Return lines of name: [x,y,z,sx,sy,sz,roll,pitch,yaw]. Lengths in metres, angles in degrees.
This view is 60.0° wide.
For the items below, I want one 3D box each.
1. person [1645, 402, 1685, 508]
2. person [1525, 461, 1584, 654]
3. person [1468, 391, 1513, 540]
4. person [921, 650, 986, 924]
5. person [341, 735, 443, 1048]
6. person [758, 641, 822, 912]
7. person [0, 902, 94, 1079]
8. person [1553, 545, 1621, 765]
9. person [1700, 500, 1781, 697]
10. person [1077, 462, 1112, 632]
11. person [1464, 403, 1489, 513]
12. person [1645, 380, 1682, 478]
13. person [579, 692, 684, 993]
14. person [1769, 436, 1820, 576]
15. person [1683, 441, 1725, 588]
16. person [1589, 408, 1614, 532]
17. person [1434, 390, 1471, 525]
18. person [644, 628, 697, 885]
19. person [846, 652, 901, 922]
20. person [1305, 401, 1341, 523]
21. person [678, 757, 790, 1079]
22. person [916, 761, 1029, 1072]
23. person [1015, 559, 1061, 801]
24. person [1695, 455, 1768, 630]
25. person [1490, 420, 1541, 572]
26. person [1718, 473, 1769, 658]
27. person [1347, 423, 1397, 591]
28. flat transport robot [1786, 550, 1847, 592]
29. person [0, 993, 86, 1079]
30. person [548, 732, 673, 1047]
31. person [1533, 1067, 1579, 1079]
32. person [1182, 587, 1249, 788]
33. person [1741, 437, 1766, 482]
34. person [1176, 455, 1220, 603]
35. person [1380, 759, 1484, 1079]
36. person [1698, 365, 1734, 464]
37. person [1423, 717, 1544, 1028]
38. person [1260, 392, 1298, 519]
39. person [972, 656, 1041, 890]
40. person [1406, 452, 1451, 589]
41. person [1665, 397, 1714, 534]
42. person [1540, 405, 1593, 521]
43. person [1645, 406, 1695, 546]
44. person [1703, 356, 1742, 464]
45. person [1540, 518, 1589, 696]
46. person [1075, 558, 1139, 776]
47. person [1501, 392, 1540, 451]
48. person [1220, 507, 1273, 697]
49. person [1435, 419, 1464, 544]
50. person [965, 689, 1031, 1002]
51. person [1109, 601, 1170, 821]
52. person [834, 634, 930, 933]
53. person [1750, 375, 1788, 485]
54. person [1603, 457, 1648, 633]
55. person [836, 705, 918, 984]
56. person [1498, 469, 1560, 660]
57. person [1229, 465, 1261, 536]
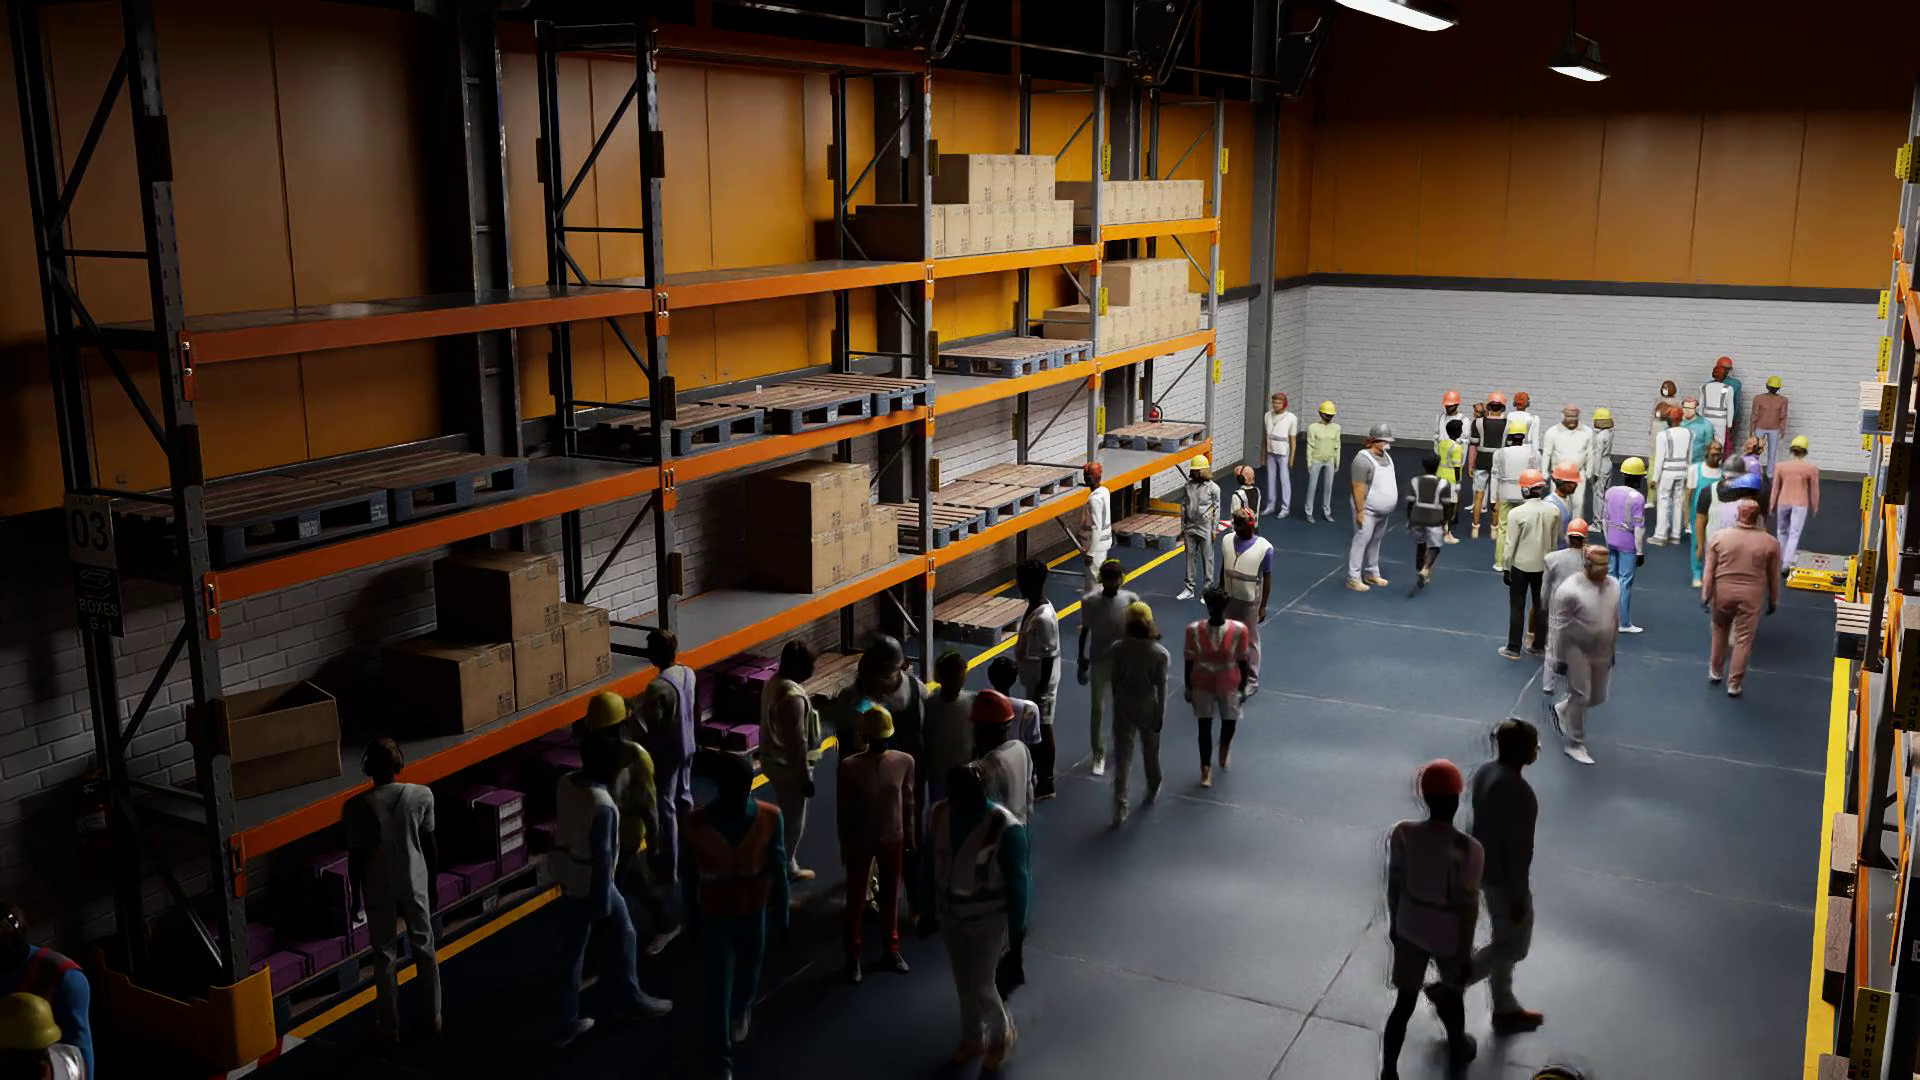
person: [10.474,-1.262,24.733,0.606,1.614,0.504,-4,13,-16]
person: [6.223,0.176,17.350,0.428,2.033,0.608,9,16,36]
person: [7.243,-1.008,22.664,0.611,2.030,0.410,4,13,17]
person: [-0.080,1.611,11.399,0.511,1.837,0.860,-3,13,-12]
person: [-3.252,2.009,9.557,0.507,1.846,0.351,-7,14,-29]
person: [-1.209,1.605,11.438,0.535,1.820,0.795,-4,13,-15]
person: [-4.195,2.485,7.459,0.638,1.836,0.430,1,13,4]
person: [5.340,0.936,14.286,0.644,1.889,0.622,-5,13,-20]
person: [7.558,0.528,16.102,0.680,1.872,0.843,6,14,27]
person: [1.472,0.072,18.138,0.353,1.886,0.572,3,13,13]
person: [7.638,-1.207,24.444,0.317,1.629,0.508,-1,13,-6]
person: [11.434,-1.779,26.990,0.279,1.634,0.498,-10,16,-39]
person: [-2.114,1.818,10.369,0.598,1.879,1.006,11,17,41]
person: [10.392,-0.420,20.752,0.544,1.735,0.794,10,16,38]
person: [8.895,-0.270,19.813,0.515,1.813,0.795,4,13,19]
person: [8.906,-0.975,23.172,0.321,1.737,0.483,10,16,38]
person: [6.942,-1.172,23.617,0.386,1.929,0.543,-10,16,-37]
person: [-2.053,1.522,11.775,0.361,1.834,0.519,6,14,25]
person: [-0.606,1.640,11.204,0.377,1.844,0.569,1,13,6]
person: [5.185,-1.110,23.724,0.528,1.761,0.340,-3,13,-12]
person: [-1.270,2.058,9.285,0.582,1.876,0.856,-5,13,-20]
person: [0.069,2.091,9.241,0.636,1.831,0.440,10,16,39]
person: [0.618,1.110,13.312,0.373,1.963,0.607,-1,13,-5]
person: [8.230,0.060,17.842,0.698,2.000,0.917,8,15,32]
person: [6.930,-0.540,20.809,0.589,1.918,0.398,4,13,17]
person: [8.079,0.278,17.157,0.474,1.913,0.710,-1,13,-6]
person: [4.970,-0.410,19.944,0.691,2.000,0.538,-11,17,-41]
flat transport robot: [10.568,0.372,20.441,0.652,0.197,1.431,7,14,28]
person: [-3.708,2.662,6.684,0.403,1.824,0.593,6,14,26]
person: [-2.063,1.979,9.622,0.599,1.874,0.736,12,18,44]
person: [2.157,2.786,6.092,0.537,1.836,0.701,8,15,31]
person: [2.081,1.188,13.599,0.545,1.680,0.404,2,13,11]
person: [10.116,-0.520,21.364,0.319,1.631,0.524,1,13,4]
person: [2.778,-0.129,19.360,0.492,1.742,0.320,9,16,36]
person: [2.546,2.114,9.017,0.556,1.885,1.019,11,16,40]
person: [12.232,-1.893,26.942,0.355,1.883,0.573,-11,17,-40]
person: [3.088,1.949,9.639,0.663,1.921,0.635,0,13,-2]
person: [4.635,-1.230,24.086,0.391,1.835,0.561,-10,16,-38]
person: [0.297,1.637,11.555,0.536,1.697,0.322,-1,13,-4]
person: [5.557,-0.212,19.879,0.534,1.671,0.608,8,15,33]
person: [10.061,-1.044,23.091,0.652,1.904,0.403,9,15,35]
person: [8.150,-0.878,22.371,0.714,1.900,0.394,1,13,5]
person: [9.540,-0.851,22.323,0.594,1.885,0.371,-4,13,-17]
person: [12.407,-1.996,27.150,0.609,1.995,0.375,-2,13,-7]
person: [5.822,0.654,15.850,0.566,1.744,0.350,7,14,28]
person: [1.240,1.022,13.957,0.553,1.851,0.558,1,13,6]
person: [7.965,-1.180,23.771,0.581,1.879,0.355,9,15,35]
person: [2.728,0.582,15.961,0.564,1.837,0.388,12,17,43]
person: [6.606,-0.797,22.475,0.320,1.691,0.536,-2,13,-11]
person: [0.208,1.842,10.113,0.387,1.931,0.543,7,14,28]
person: [1.392,1.318,13.022,0.479,1.686,0.894,2,13,10]
person: [-0.510,1.533,11.246,0.678,2.000,1.031,-3,13,-11]
person: [12.948,-1.767,26.654,0.529,1.758,0.352,4,13,17]
person: [7.252,0.050,18.137,0.370,1.928,0.585,-4,13,-18]
person: [-0.512,1.872,10.346,0.524,1.769,0.325,-5,14,-21]
person: [5.845,0.251,17.114,0.615,1.986,0.408,-4,13,-15]
person: [3.300,-0.058,19.300,0.315,1.629,0.509,11,17,40]
